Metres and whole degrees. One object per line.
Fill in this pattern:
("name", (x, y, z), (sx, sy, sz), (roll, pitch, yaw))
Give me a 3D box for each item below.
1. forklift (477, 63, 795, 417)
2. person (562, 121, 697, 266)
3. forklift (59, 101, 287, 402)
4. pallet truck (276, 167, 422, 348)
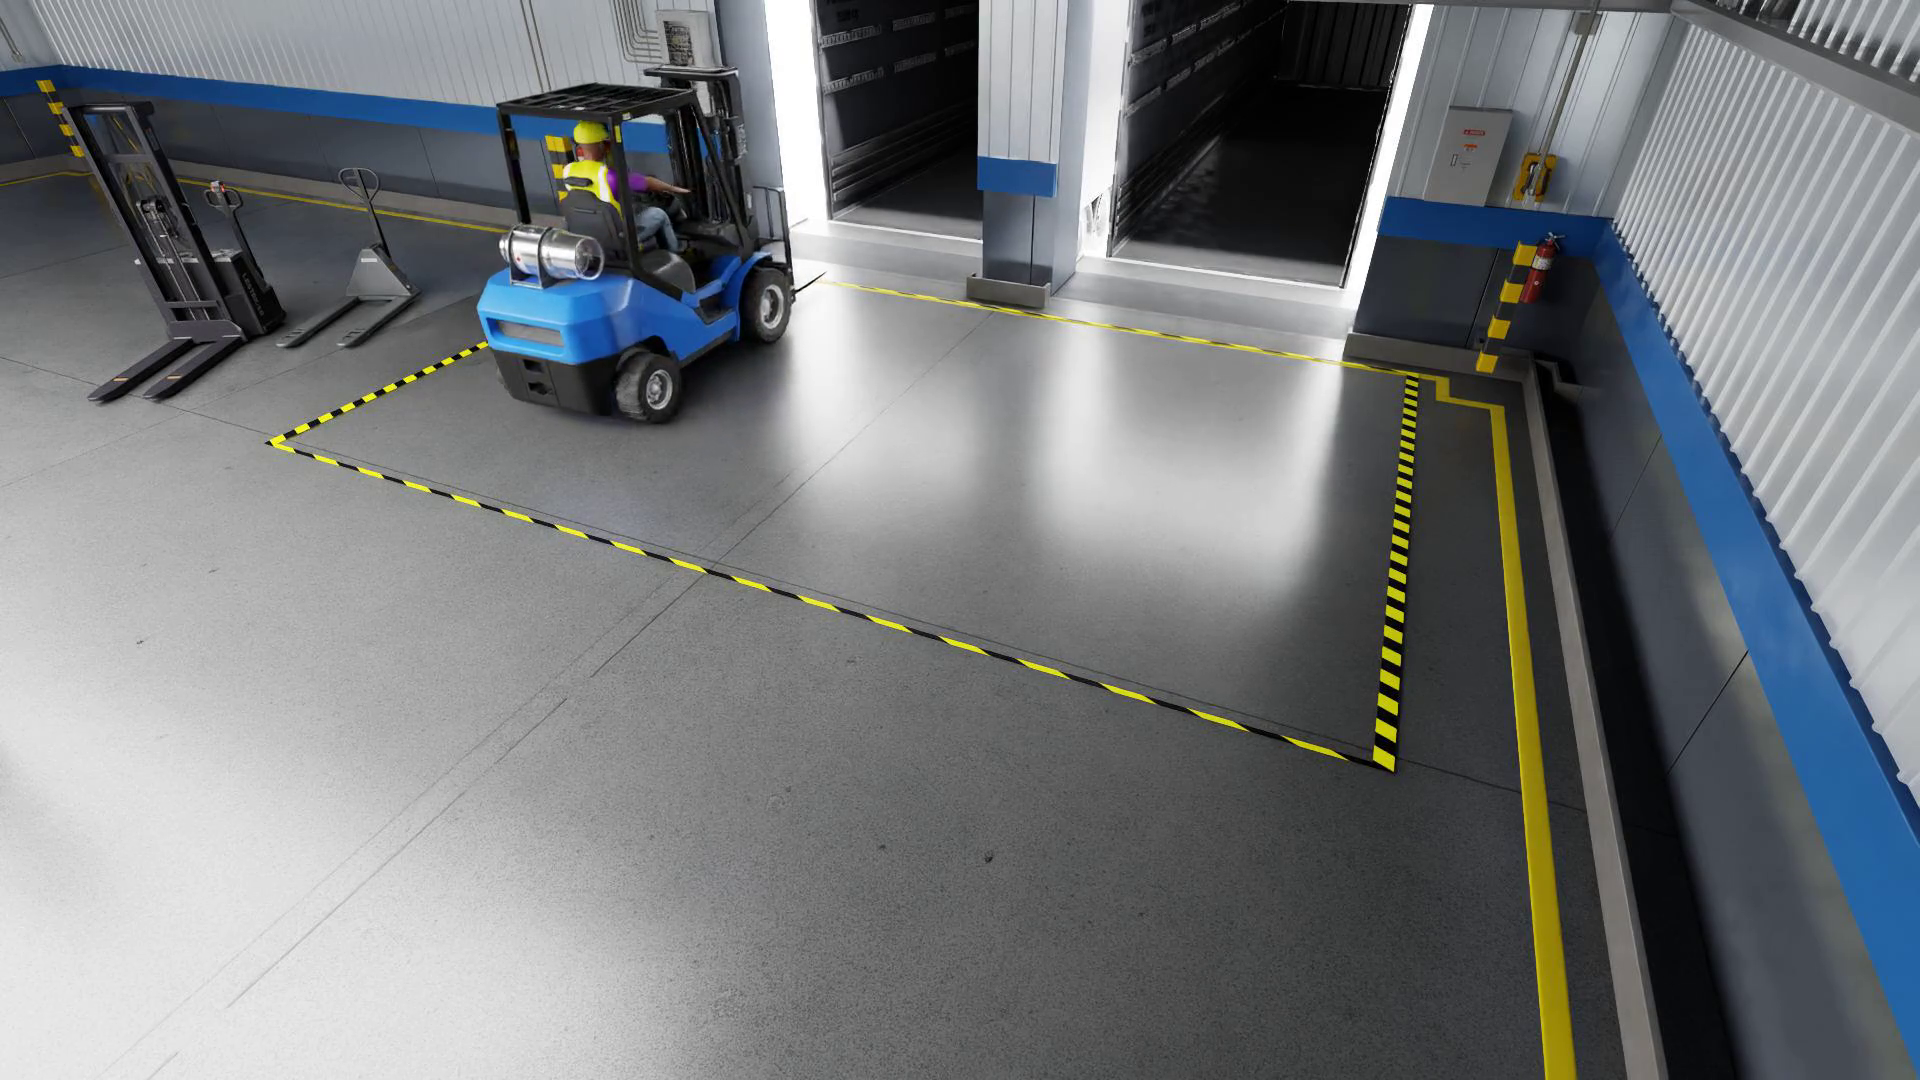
("forklift", (-2.554, -2.463, 7.232), (1.157, 2.036, 2.680), (13, 37, 18))
("person", (-2.524, -2.646, 7.168), (0.635, 1.294, 1.004), (13, 37, 18))
("forklift", (-6.686, -2.387, 7.434), (0.823, 1.965, 1.885), (-3, 35, -5))
("pallet truck", (-5.732, -2.611, 8.414), (0.680, 1.201, 1.601), (-1, 35, -1))
